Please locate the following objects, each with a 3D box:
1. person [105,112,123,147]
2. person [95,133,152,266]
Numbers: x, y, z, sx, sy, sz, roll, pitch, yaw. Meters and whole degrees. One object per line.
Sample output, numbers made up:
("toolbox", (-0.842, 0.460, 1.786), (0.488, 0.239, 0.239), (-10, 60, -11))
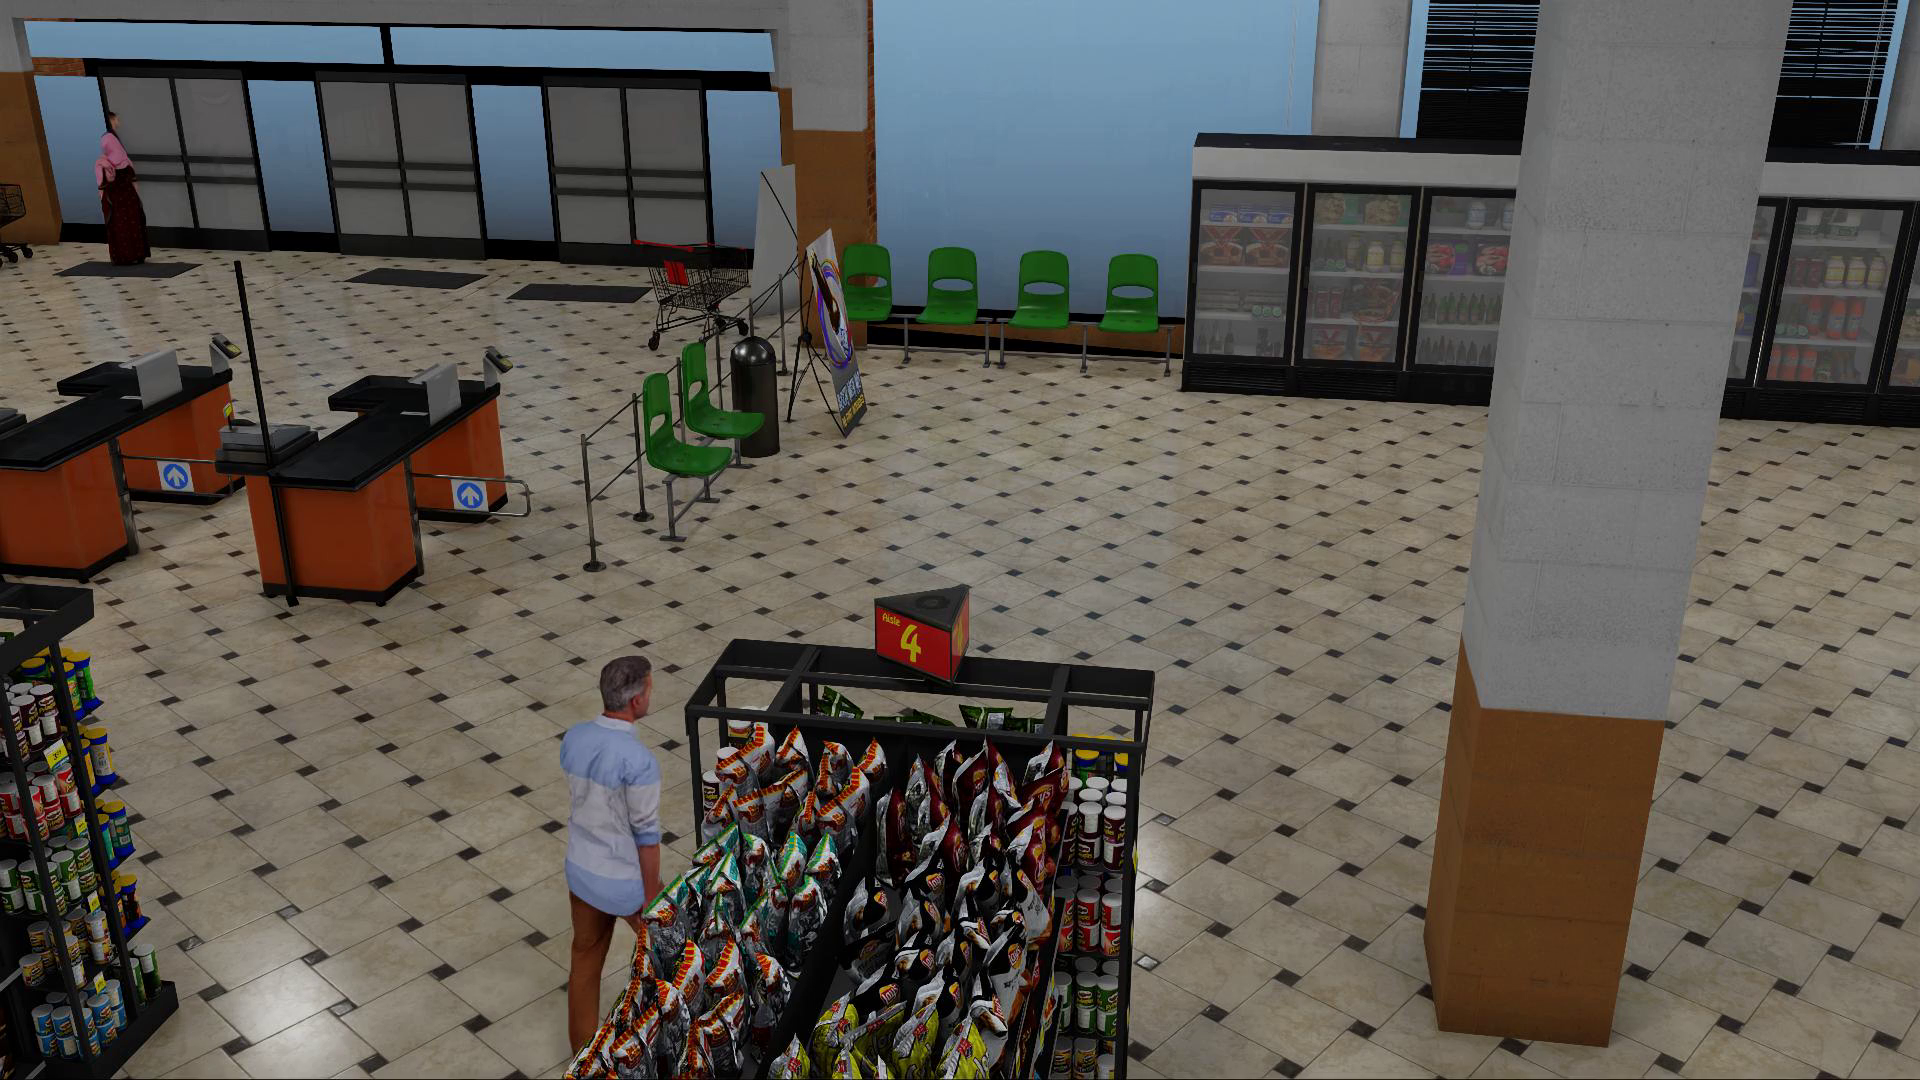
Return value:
("person", (-10.932, -4.723, 21.730), (0.708, 1.763, 0.520), (6, 23, 15))
("person", (-10.455, -4.243, 20.707), (0.746, 1.637, 0.826), (-18, 28, -38))
